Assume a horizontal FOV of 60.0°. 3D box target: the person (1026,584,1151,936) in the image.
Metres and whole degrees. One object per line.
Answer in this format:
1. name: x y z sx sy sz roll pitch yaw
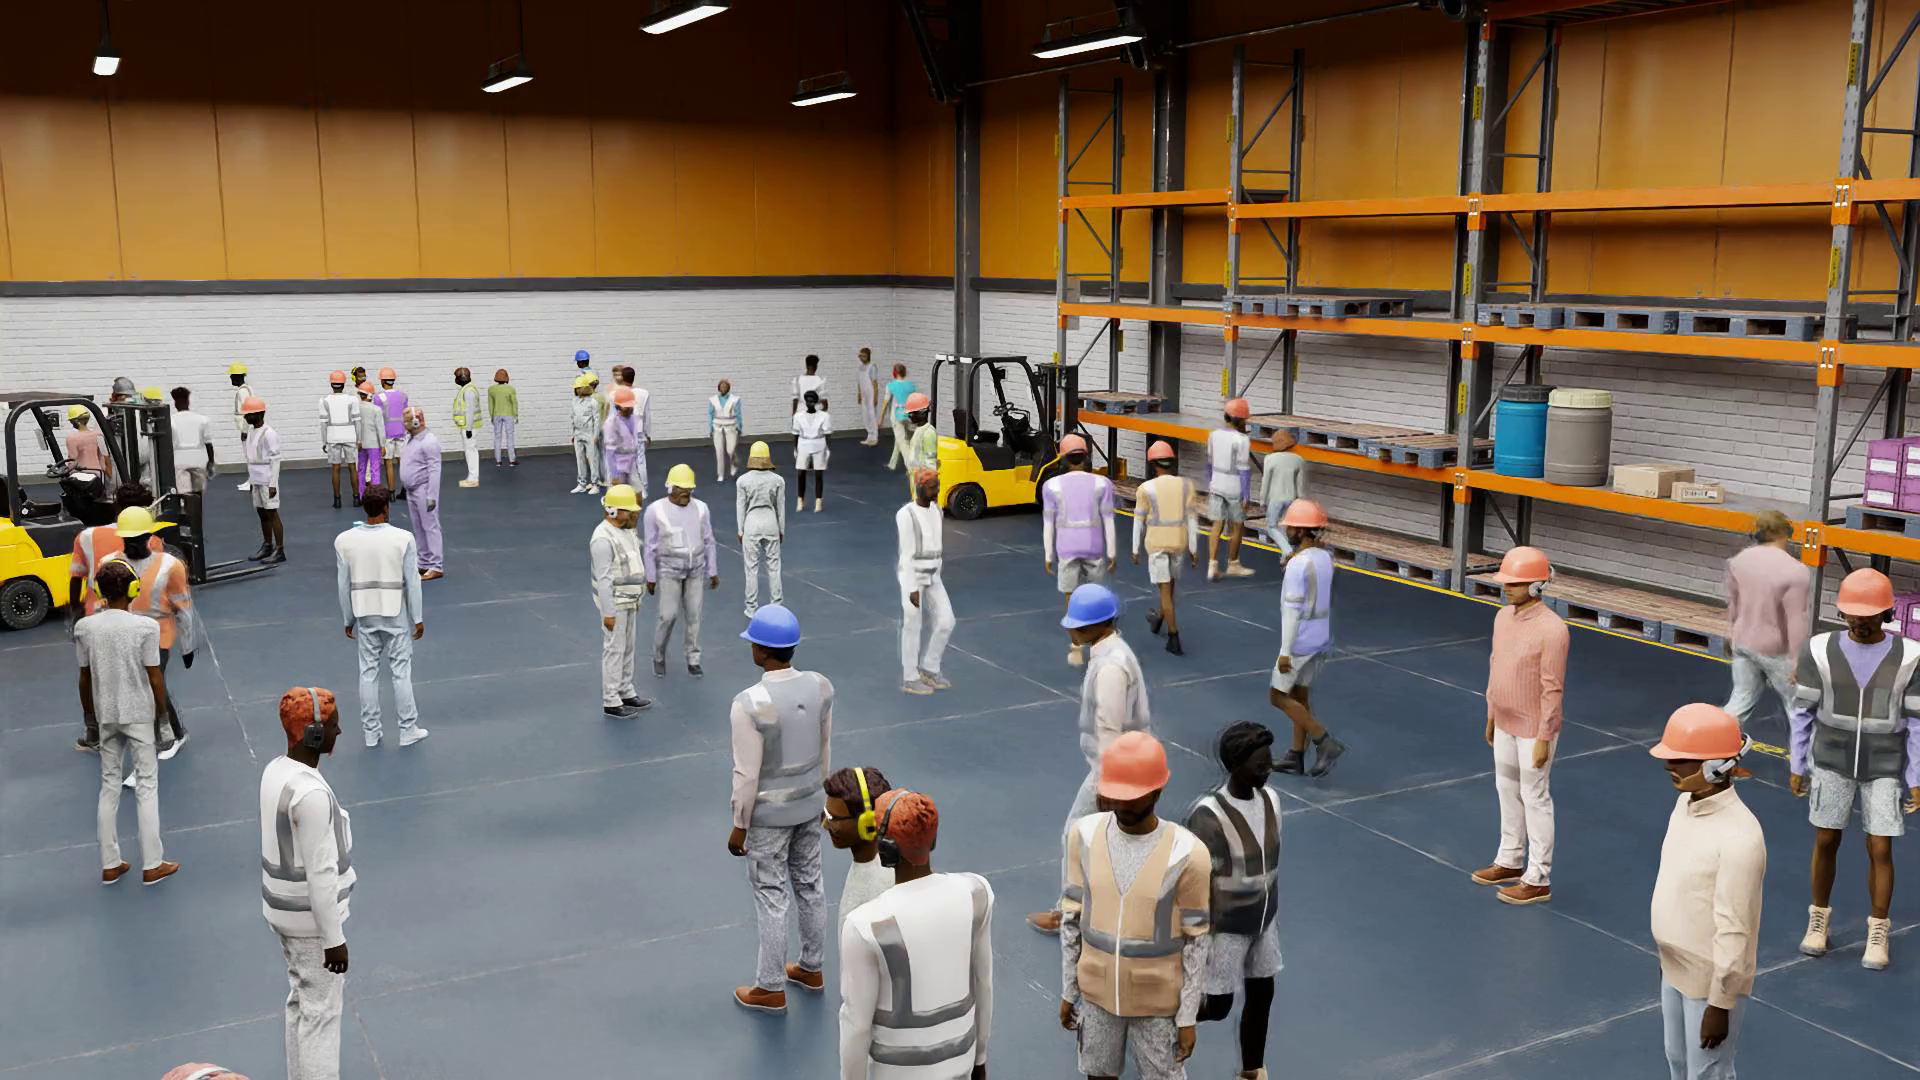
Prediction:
1. person: 0.722 1.151 8.657 0.848 1.891 0.675 1 10 5

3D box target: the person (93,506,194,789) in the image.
1. person: -5.591 0.684 11.424 0.591 1.876 1.010 1 10 5

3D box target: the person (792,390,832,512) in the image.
1. person: -2.038 -1.223 22.925 0.556 1.691 0.379 0 10 1

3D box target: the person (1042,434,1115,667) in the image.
1. person: 1.018 0.089 14.448 0.619 2.008 0.553 -1 10 -5

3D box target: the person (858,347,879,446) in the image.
1. person: -1.702 -2.639 30.677 0.395 1.831 0.544 -9 14 -43

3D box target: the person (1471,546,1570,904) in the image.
1. person: 3.098 1.013 9.211 0.398 1.987 0.610 -3 10 -17

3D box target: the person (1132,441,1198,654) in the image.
1. person: 1.825 0.038 15.118 0.558 1.872 1.012 -3 10 -15

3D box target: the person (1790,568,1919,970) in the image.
1. person: 4.506 1.136 8.369 0.612 2.029 0.409 6 12 32

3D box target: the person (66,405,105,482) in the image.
1. person: -10.463 -0.736 19.911 0.321 1.761 0.522 3 10 18

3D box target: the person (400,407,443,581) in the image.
1. person: -5.911 -0.509 18.199 0.399 1.902 0.642 -8 13 -40

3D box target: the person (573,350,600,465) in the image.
1. person: -6.273 -2.222 27.956 0.417 1.939 0.605 3 10 19

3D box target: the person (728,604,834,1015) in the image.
1. person: -0.846 1.261 7.862 0.378 1.950 0.610 8 13 38

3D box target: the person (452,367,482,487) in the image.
1. person: -7.526 -1.726 25.415 0.429 1.833 0.634 -4 11 -21

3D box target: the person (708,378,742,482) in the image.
1. person: -3.663 -1.717 25.957 0.508 1.626 0.404 1 10 4

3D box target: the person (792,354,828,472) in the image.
1. person: -2.444 -2.048 26.974 0.602 1.938 0.840 2 10 12

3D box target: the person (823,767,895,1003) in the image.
1. person: -0.308 1.678 5.733 0.323 1.861 0.514 -1 10 -8

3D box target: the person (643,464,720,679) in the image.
1. person: -2.350 0.262 13.990 0.604 1.815 0.431 -7 12 -36

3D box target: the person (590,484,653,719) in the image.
1. person: -2.622 0.469 12.813 0.403 1.817 0.605 1 10 8

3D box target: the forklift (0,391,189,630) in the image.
1. forklift: -9.026 -0.363 16.508 1.214 2.155 2.313 6 11 29

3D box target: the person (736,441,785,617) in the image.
1. person: -1.956 -0.104 16.352 0.480 1.734 0.335 -3 10 -18

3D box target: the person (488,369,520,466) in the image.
1. person: -7.633 -2.048 27.825 0.500 1.633 0.284 1 10 4

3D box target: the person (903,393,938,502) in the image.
1. person: -0.437 -0.616 18.431 0.390 2.034 0.605 -2 10 -12

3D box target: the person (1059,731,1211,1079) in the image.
1. person: 0.596 1.619 5.894 0.553 1.934 0.375 5 11 25

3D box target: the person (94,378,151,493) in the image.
1. person: -10.343 -1.015 20.707 0.536 2.000 0.684 5 11 28

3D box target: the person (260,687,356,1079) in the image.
1. person: -2.592 1.507 6.668 0.361 1.879 0.583 -7 12 -35

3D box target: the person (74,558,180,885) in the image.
1. person: -4.739 1.032 9.462 0.516 1.862 0.344 1 10 3

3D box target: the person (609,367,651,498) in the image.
1. person: -4.774 -1.545 24.111 0.591 1.918 0.383 -3 10 -18

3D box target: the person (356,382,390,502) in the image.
1. person: -8.372 -1.367 23.564 0.573 1.746 0.345 3 10 15

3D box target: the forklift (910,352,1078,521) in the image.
1. forklift: 0.460 -1.461 22.833 2.313 2.155 1.214 -5 11 -28

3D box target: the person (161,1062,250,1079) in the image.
1. person: -1.564 2.034 3.573 0.404 1.900 0.636 4 11 24

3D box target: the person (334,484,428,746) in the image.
1. person: -4.188 0.550 12.047 0.588 1.920 0.392 0 10 -1

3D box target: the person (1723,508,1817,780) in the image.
1. person: 5.508 0.722 11.176 0.780 1.879 0.669 -3 10 -18

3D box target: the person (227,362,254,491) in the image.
1. person: -10.761 -1.705 25.001 0.385 1.928 0.589 -4 11 -21

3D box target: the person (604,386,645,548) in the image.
1. person: -4.051 -0.855 19.904 0.687 1.991 0.623 6 11 31

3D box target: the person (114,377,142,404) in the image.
1. person: -11.654 -1.363 23.274 0.339 1.845 0.514 3 10 17

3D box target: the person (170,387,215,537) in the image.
1. person: -9.594 -0.930 20.572 0.644 1.904 0.981 -8 12 -37

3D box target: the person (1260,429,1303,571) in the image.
1. person: 3.606 -0.428 18.524 0.532 1.620 0.566 -3 10 -19

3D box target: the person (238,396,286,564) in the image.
1. person: -8.037 -0.686 19.118 0.552 1.932 0.377 9 13 41

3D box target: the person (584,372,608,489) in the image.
1. person: -5.553 -1.644 25.116 0.317 1.767 0.535 5 11 25

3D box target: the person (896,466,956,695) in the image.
1. person: -0.268 0.341 13.411 0.496 1.871 0.579 8 12 37

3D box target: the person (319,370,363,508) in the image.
1. person: -8.652 -1.409 23.269 0.542 1.939 0.364 -3 10 -16

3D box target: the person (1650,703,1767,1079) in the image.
1. person: 2.664 1.561 6.041 0.400 1.986 0.614 1 10 4

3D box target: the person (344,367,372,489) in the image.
1. person: -9.030 -1.690 25.118 0.332 1.864 0.506 5 11 27

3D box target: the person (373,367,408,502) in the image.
1. person: -8.162 -1.509 23.844 0.356 1.937 0.552 7 12 34

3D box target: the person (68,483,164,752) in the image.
1. person: -6.098 0.557 12.021 0.697 1.923 0.450 -2 10 -12

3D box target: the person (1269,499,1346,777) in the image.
1. person: 2.345 0.683 11.254 0.524 1.927 0.559 7 12 34

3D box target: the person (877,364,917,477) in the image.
1. person: -0.973 -1.924 26.657 0.570 1.795 0.960 -9 13 -42

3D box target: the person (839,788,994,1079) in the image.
1. person: -0.135 1.725 5.418 0.576 1.876 0.348 -7 12 -35

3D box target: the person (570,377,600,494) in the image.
1. person: -5.563 -1.547 24.623 0.492 1.742 0.319 5 11 25

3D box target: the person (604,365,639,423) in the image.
1. person: -5.283 -1.828 26.036 0.601 1.814 0.600 3 10 17

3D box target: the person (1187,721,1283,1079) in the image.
1. person: 1.115 1.551 6.925 0.541 1.682 0.600 -8 13 -39

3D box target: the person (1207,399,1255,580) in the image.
1. person: 2.914 -0.546 18.126 0.712 2.001 0.692 -8 13 -40

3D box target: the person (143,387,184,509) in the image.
1. person: -10.989 -1.238 22.900 0.890 1.725 0.538 -1 10 -4
